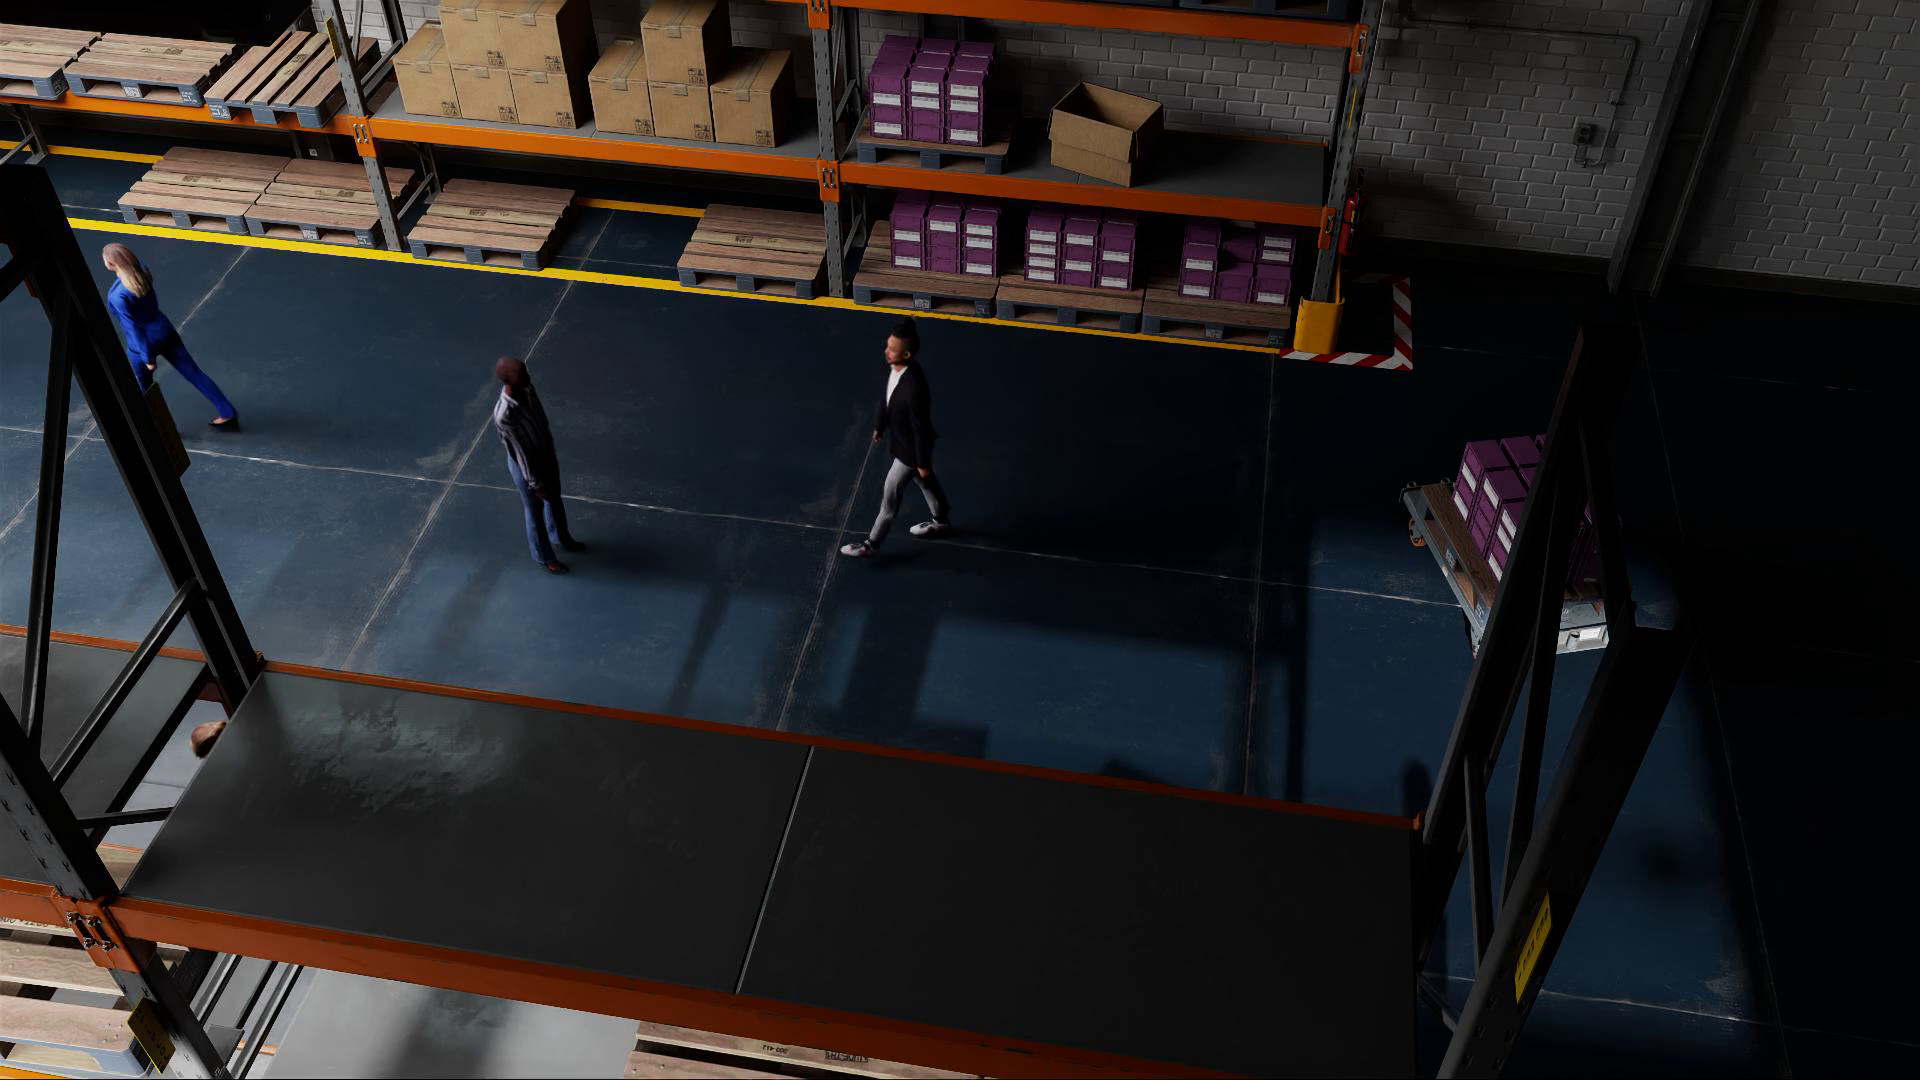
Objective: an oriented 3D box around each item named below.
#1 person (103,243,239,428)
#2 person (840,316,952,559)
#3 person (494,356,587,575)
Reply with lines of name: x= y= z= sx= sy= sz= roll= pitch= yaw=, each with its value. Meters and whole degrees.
person: x=-5.868 y=-1.443 z=12.321 sx=1.171 sy=1.650 sz=0.693 roll=5 pitch=44 yaw=5
person: x=-0.249 y=-0.707 z=11.355 sx=1.216 sy=1.917 sz=1.024 roll=-12 pitch=45 yaw=-12
person: x=-2.917 y=-0.497 z=11.225 sx=0.542 sy=1.792 sz=0.630 roll=8 pitch=44 yaw=9
